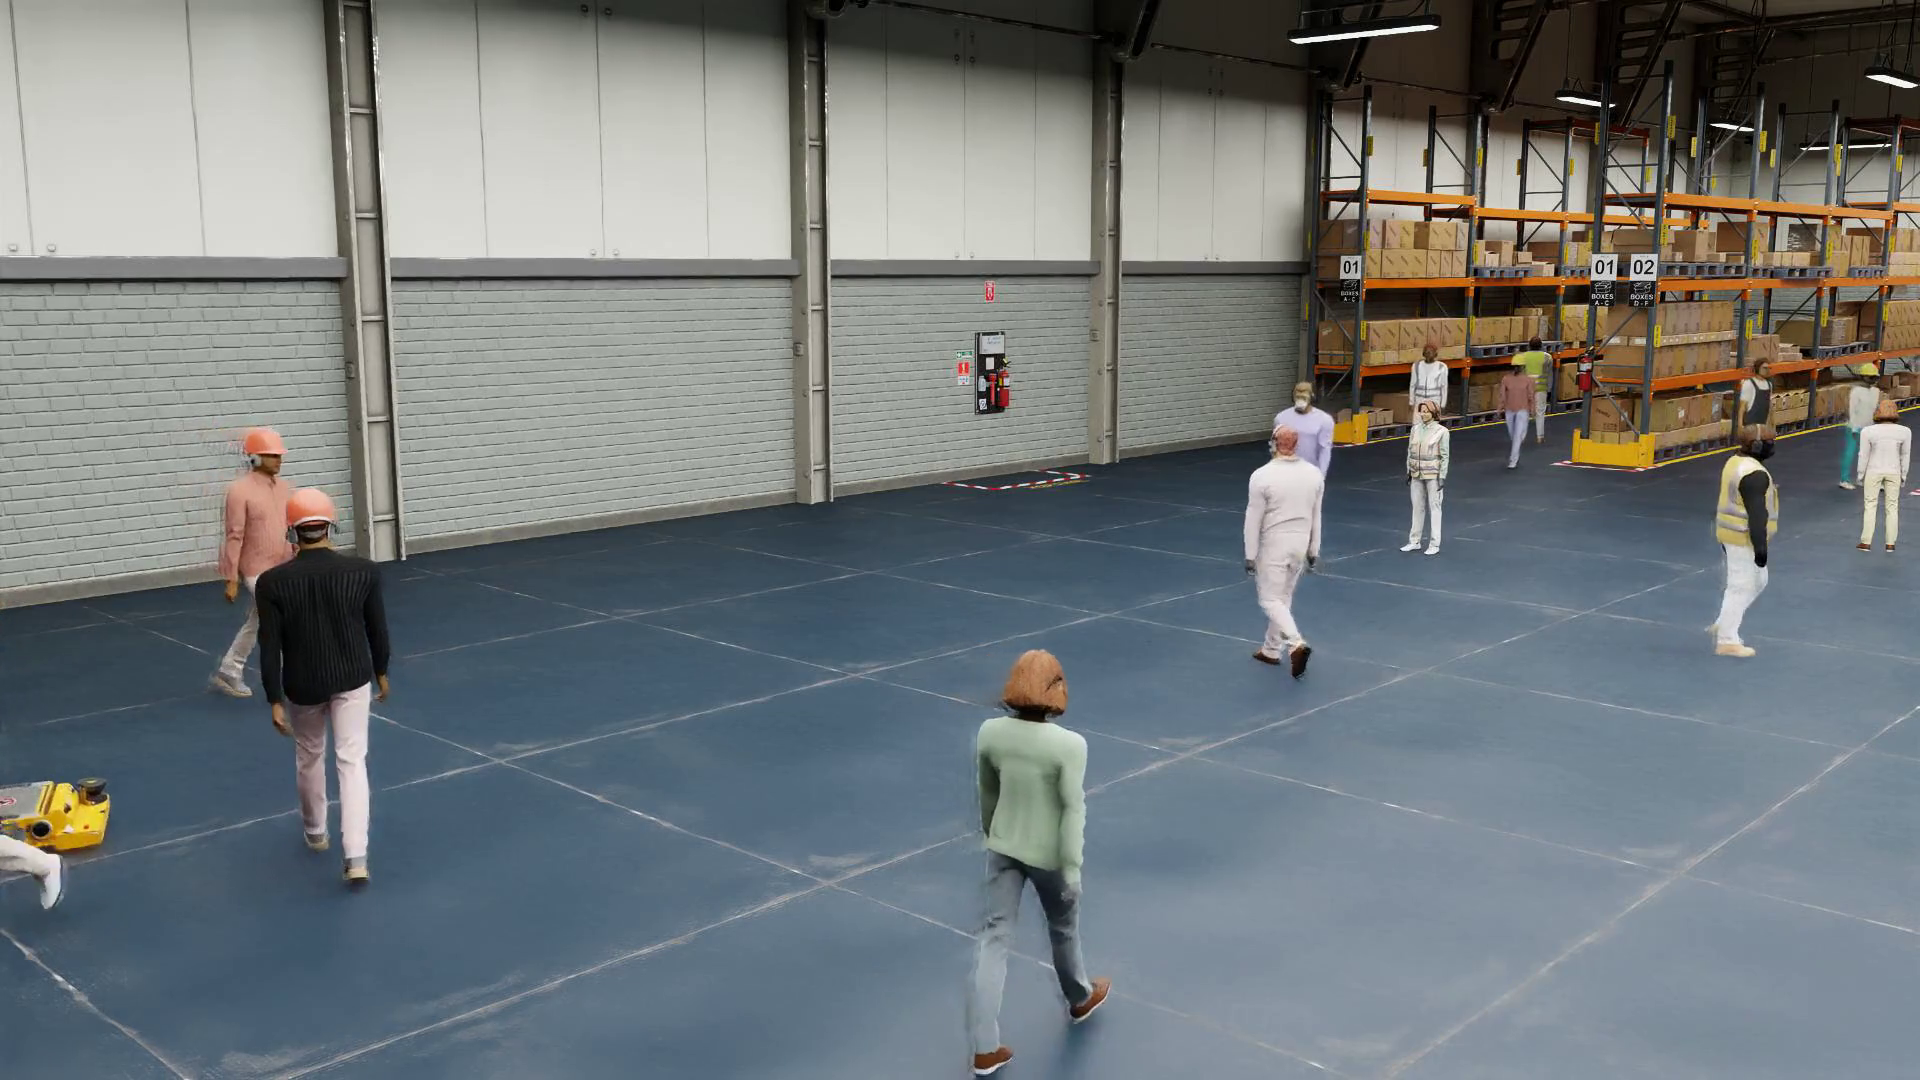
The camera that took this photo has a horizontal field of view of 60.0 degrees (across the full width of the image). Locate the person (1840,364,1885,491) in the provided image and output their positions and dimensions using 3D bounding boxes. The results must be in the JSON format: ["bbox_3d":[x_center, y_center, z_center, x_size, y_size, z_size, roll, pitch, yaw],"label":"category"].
[{"bbox_3d":[12.270,-1.507,22.465,0.542,1.722,0.862,-3,10,-16],"label":"person"}]

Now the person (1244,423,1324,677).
[{"bbox_3d":[2.429,0.069,12.432,0.650,1.883,0.822,-4,10,-24],"label":"person"}]

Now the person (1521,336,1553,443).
[{"bbox_3d":[9.914,-2.590,28.743,0.626,1.846,0.429,3,10,20],"label":"person"}]

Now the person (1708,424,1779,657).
[{"bbox_3d":[6.131,0.009,12.952,0.449,1.831,0.645,2,10,14],"label":"person"}]

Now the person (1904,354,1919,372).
[{"bbox_3d":[21.711,-4.048,37.679,0.899,1.839,0.586,8,12,41],"label":"person"}]

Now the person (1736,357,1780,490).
[{"bbox_3d":[10.821,-1.533,22.372,0.540,1.814,0.852,-5,11,-28],"label":"person"}]

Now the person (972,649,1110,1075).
[{"bbox_3d":[0.288,1.196,6.425,0.524,1.578,0.871,6,11,33],"label":"person"}]

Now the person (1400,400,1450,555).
[{"bbox_3d":[4.943,-0.664,17.620,0.308,1.640,0.510,-7,11,-36],"label":"person"}]

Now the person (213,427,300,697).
[{"bbox_3d":[-4.846,0.183,11.537,1.032,1.950,0.628,2,10,12],"label":"person"}]

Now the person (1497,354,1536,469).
[{"bbox_3d":[8.504,-1.982,25.382,0.538,1.738,0.852,6,11,33],"label":"person"}]

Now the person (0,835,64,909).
[{"bbox_3d":[-4.461,1.008,7.480,0.530,1.617,0.580,6,11,32],"label":"person"}]

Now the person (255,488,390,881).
[{"bbox_3d":[-3.177,0.709,8.356,0.614,1.948,1.037,-4,10,-21],"label":"person"}]

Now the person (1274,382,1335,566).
[{"bbox_3d":[3.385,-0.623,16.611,0.628,1.888,0.995,4,10,24],"label":"person"}]

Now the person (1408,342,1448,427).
[{"bbox_3d":[7.283,-2.142,25.938,0.621,1.863,0.520,5,11,29],"label":"person"}]

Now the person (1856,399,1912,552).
[{"bbox_3d":[9.852,-0.685,17.765,0.499,1.634,0.288,3,10,15],"label":"person"}]

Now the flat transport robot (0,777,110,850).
[{"bbox_3d":[-5.253,1.489,8.658,1.431,0.197,0.652,-4,10,-23],"label":"flat transport robot"}]
